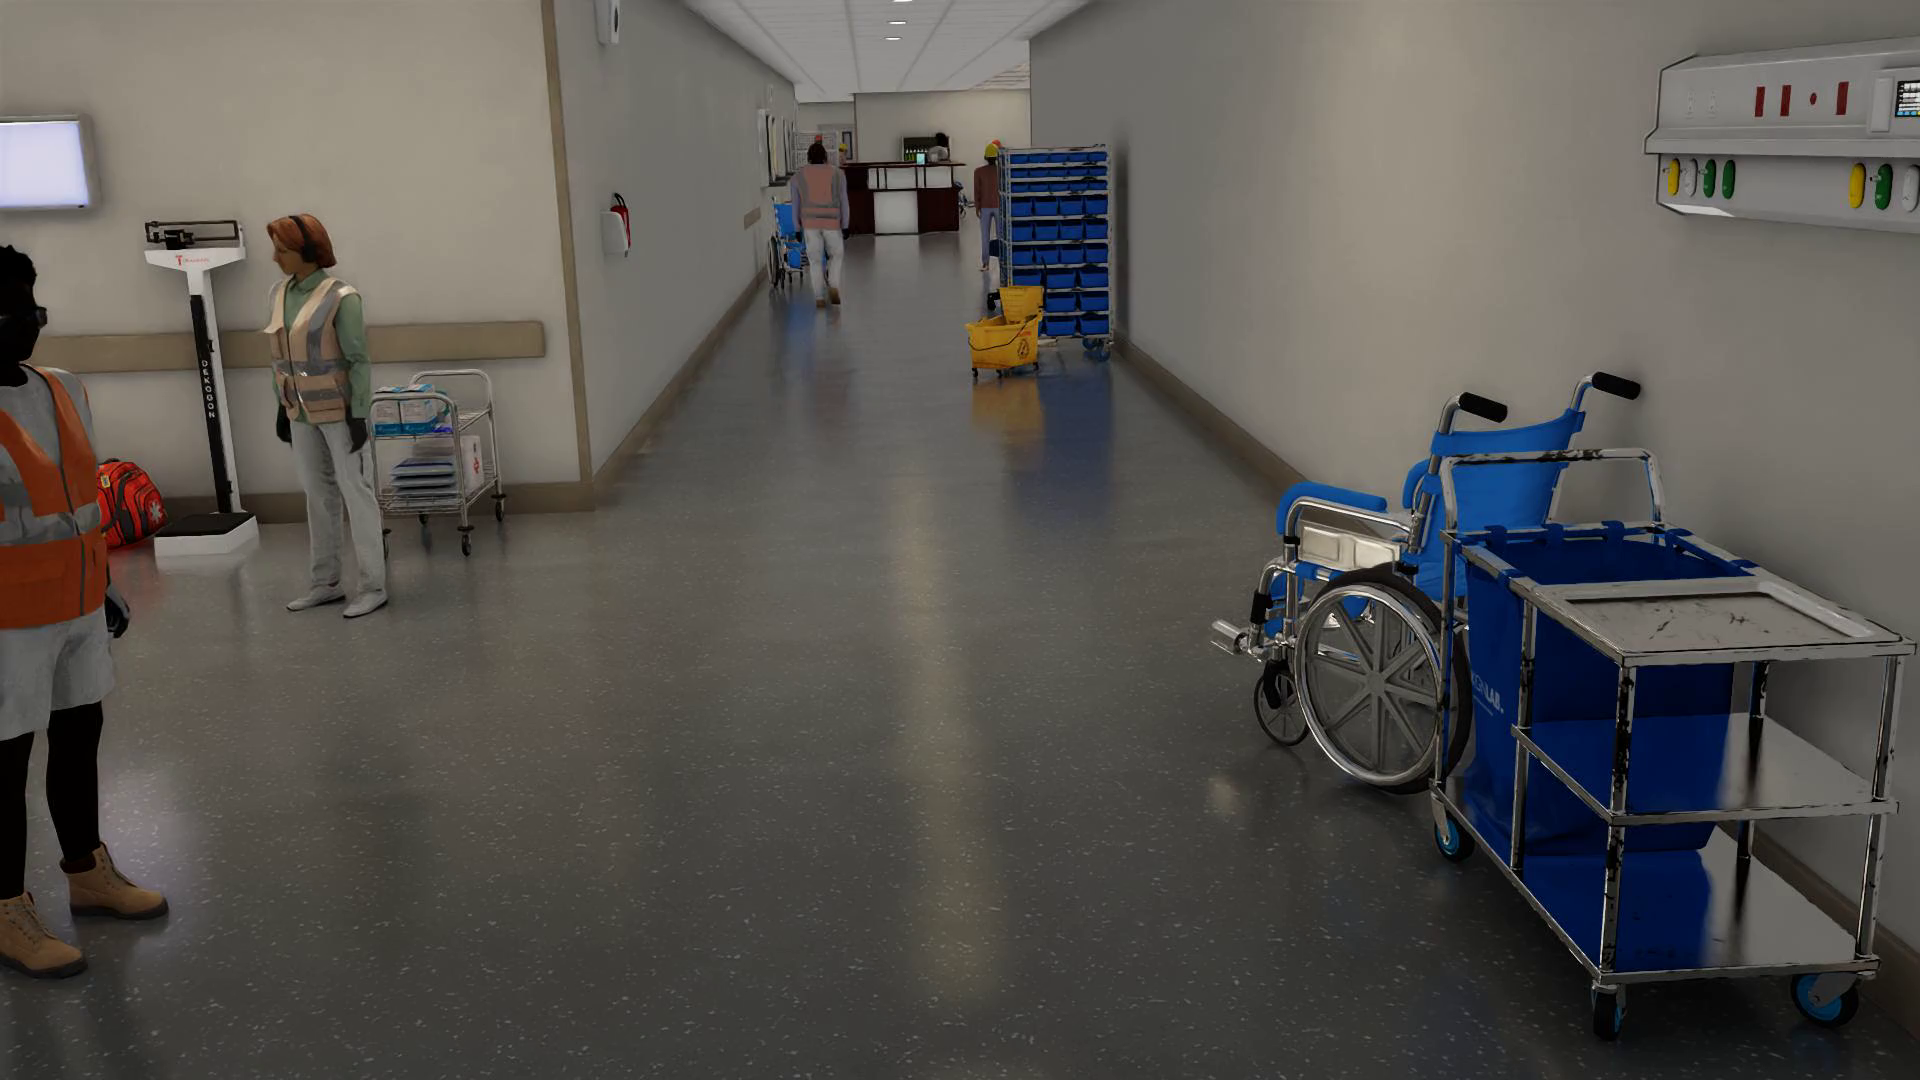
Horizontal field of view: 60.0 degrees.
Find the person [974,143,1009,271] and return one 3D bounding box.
[{"bbox_3d":[0.455,-4.603,23.067,0.517,1.752,0.374,1,14,9],"label":"person"}]

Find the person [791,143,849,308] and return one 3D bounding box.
[{"bbox_3d":[-1.560,-3.522,18.676,0.651,1.832,0.448,-3,14,-4],"label":"person"}]

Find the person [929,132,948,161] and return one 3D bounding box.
[{"bbox_3d":[-0.474,-8.915,40.452,0.420,1.964,0.654,-13,18,-39],"label":"person"}]

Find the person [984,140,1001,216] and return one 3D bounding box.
[{"bbox_3d":[0.830,-8.375,38.524,0.564,1.743,0.353,-14,18,-41],"label":"person"}]

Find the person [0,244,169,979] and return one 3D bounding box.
[{"bbox_3d":[-2.167,0.162,3.892,0.317,1.695,0.540,1,14,12],"label":"person"}]

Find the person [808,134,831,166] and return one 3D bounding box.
[{"bbox_3d":[-3.713,-9.727,44.088,0.611,1.997,0.375,-1,14,1],"label":"person"}]

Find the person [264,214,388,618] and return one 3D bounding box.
[{"bbox_3d":[-2.590,-0.498,6.777,0.513,1.638,0.313,6,16,28],"label":"person"}]
